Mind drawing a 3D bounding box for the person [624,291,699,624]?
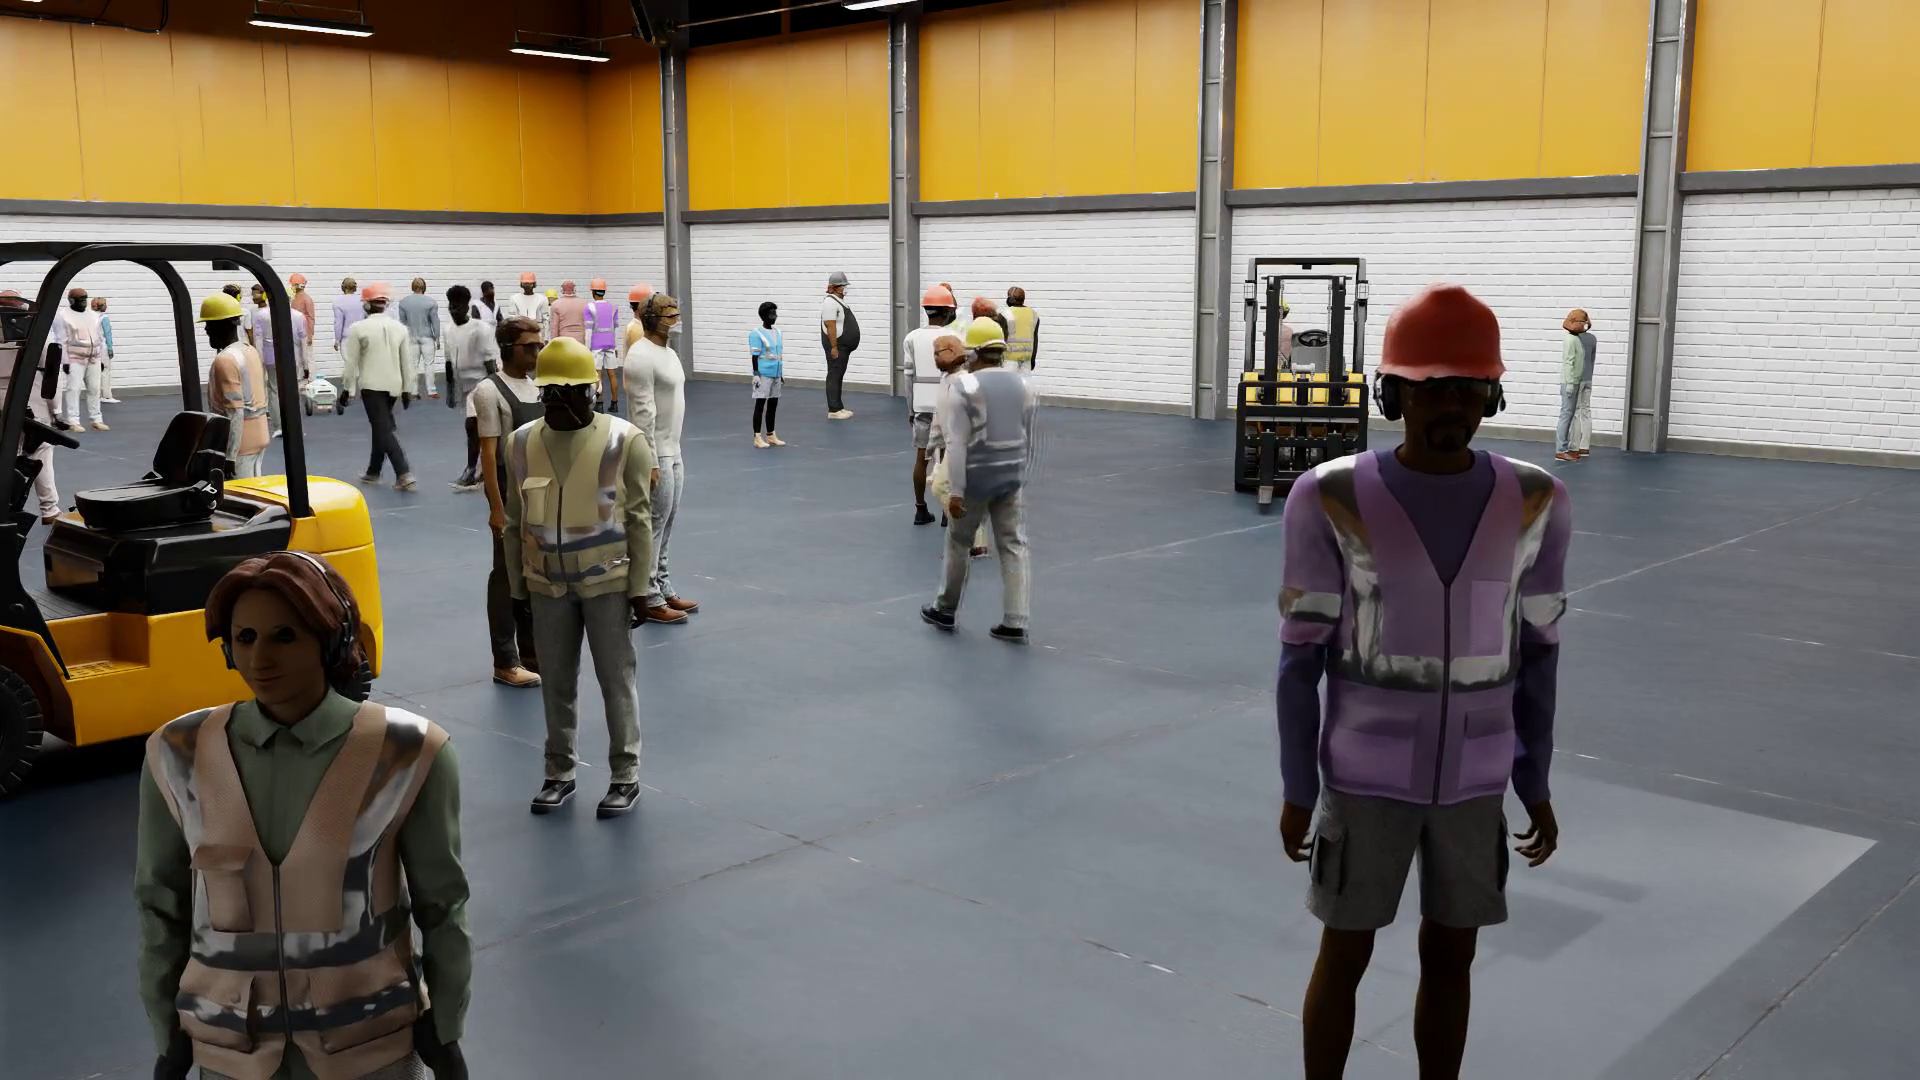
[{"bbox_3d":[-1.766,-0.484,9.794,0.372,1.940,0.629,1,9,4],"label":"person"}]

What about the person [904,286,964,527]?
[{"bbox_3d":[-0.183,-1.071,13.400,0.546,1.936,0.359,5,10,27],"label":"person"}]

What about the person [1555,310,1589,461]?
[{"bbox_3d":[6.638,-1.675,18.028,0.267,1.632,0.509,5,10,27],"label":"person"}]

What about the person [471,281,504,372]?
[{"bbox_3d":[-7.640,-3.271,27.114,1.012,1.864,0.607,3,10,19],"label":"person"}]

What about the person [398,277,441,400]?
[{"bbox_3d":[-8.509,-3.167,26.238,0.633,1.938,0.356,1,9,3],"label":"person"}]

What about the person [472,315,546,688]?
[{"bbox_3d":[-2.192,-0.197,8.324,0.345,1.845,0.508,3,10,19],"label":"person"}]

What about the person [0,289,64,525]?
[{"bbox_3d":[-7.576,-1.067,13.448,0.646,1.913,0.409,-1,9,-7],"label":"person"}]

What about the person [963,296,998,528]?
[{"bbox_3d":[0.125,-1.030,13.423,0.345,1.859,0.706,-1,9,-7],"label":"person"}]

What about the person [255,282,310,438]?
[{"bbox_3d":[-8.314,-2.185,20.439,0.624,1.910,0.370,-4,10,-25],"label":"person"}]

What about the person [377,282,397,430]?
[{"bbox_3d":[-7.430,-2.334,21.261,0.517,1.897,0.573,-3,10,-19],"label":"person"}]

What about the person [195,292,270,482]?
[{"bbox_3d":[-4.588,-0.597,10.530,0.385,1.922,0.594,-2,9,-9],"label":"person"}]

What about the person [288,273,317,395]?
[{"bbox_3d":[-10.876,-3.396,27.472,0.618,1.994,0.380,8,12,40],"label":"person"}]

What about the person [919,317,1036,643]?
[{"bbox_3d":[0.093,-0.345,9.361,0.617,1.796,0.839,-6,11,-33],"label":"person"}]

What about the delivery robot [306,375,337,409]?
[{"bbox_3d":[-9.092,-2.105,23.677,0.477,0.478,0.707,-5,10,-27],"label":"delivery robot"}]

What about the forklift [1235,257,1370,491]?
[{"bbox_3d":[3.309,-1.629,16.029,1.214,2.155,2.313,2,9,11],"label":"forklift"}]

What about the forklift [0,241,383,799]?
[{"bbox_3d":[-3.706,-0.171,7.093,1.214,2.155,2.313,9,13,43],"label":"forklift"}]

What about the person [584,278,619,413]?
[{"bbox_3d":[-5.160,-2.785,23.898,0.542,1.939,0.365,-8,12,-39],"label":"person"}]

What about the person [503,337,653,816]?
[{"bbox_3d":[-1.447,0.146,6.299,0.586,1.824,0.404,1,9,7],"label":"person"}]

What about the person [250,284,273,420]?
[{"bbox_3d":[-9.546,-2.576,22.841,0.537,1.865,0.312,3,10,18],"label":"person"}]

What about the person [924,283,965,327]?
[{"bbox_3d":[-0.197,-2.480,22.203,0.576,1.883,0.355,2,9,11],"label":"person"}]

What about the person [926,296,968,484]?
[{"bbox_3d":[-0.133,-1.421,15.841,0.429,1.839,0.634,-7,11,-35],"label":"person"}]

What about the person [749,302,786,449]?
[{"bbox_3d":[-2.220,-1.908,19.260,0.316,1.696,0.541,6,11,32],"label":"person"}]

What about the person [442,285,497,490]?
[{"bbox_3d":[-4.623,-1.427,15.633,0.726,1.905,0.912,6,11,33],"label":"person"}]

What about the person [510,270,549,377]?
[{"bbox_3d":[-6.746,-3.192,26.066,0.605,2.047,0.376,-1,9,-7],"label":"person"}]

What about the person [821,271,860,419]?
[{"bbox_3d":[-1.653,-2.711,23.133,0.536,2.000,0.675,1,9,5],"label":"person"}]

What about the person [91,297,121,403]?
[{"bbox_3d":[-13.258,-2.924,25.678,0.522,1.636,0.311,6,11,31],"label":"person"}]

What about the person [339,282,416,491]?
[{"bbox_3d":[-5.443,-1.443,15.648,1.005,1.954,0.613,6,11,34],"label":"person"}]

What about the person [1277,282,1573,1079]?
[{"bbox_3d":[0.974,0.490,3.502,0.610,2.042,0.396,0,9,-2],"label":"person"}]

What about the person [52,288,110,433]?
[{"bbox_3d":[-11.172,-2.283,21.161,0.429,1.835,0.637,5,10,27],"label":"person"}]

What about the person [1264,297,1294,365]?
[{"bbox_3d":[3.456,-1.764,18.167,0.315,1.769,0.523,7,12,38],"label":"person"}]

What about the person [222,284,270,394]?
[{"bbox_3d":[-11.436,-3.181,26.657,0.654,1.839,0.541,-3,10,-19],"label":"person"}]

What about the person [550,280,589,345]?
[{"bbox_3d":[-5.980,-3.024,25.540,0.676,1.914,0.493,-6,11,-32],"label":"person"}]

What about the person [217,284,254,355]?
[{"bbox_3d":[-9.711,-2.493,22.322,0.508,1.872,0.329,-2,9,-9],"label":"person"}]

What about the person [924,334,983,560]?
[{"bbox_3d":[-0.048,-0.652,11.845,0.507,1.605,0.512,-2,10,-14],"label":"person"}]

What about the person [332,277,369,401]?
[{"bbox_3d":[-9.539,-3.148,26.121,0.371,1.941,0.627,8,12,42],"label":"person"}]

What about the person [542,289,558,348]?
[{"bbox_3d":[-6.746,-3.283,27.548,0.295,1.743,0.493,7,12,37],"label":"person"}]

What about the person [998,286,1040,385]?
[{"bbox_3d":[0.717,-2.339,21.458,0.633,1.844,0.429,-6,11,-33],"label":"person"}]

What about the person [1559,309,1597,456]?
[{"bbox_3d":[6.795,-1.721,18.308,0.498,1.633,0.281,-7,11,-35],"label":"person"}]

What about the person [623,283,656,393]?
[{"bbox_3d":[-2.918,-1.390,15.353,0.375,1.935,0.551,-2,9,-12],"label":"person"}]

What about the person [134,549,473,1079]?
[{"bbox_3d":[-1.047,0.823,2.692,0.514,1.641,0.309,-1,9,-6],"label":"person"}]
